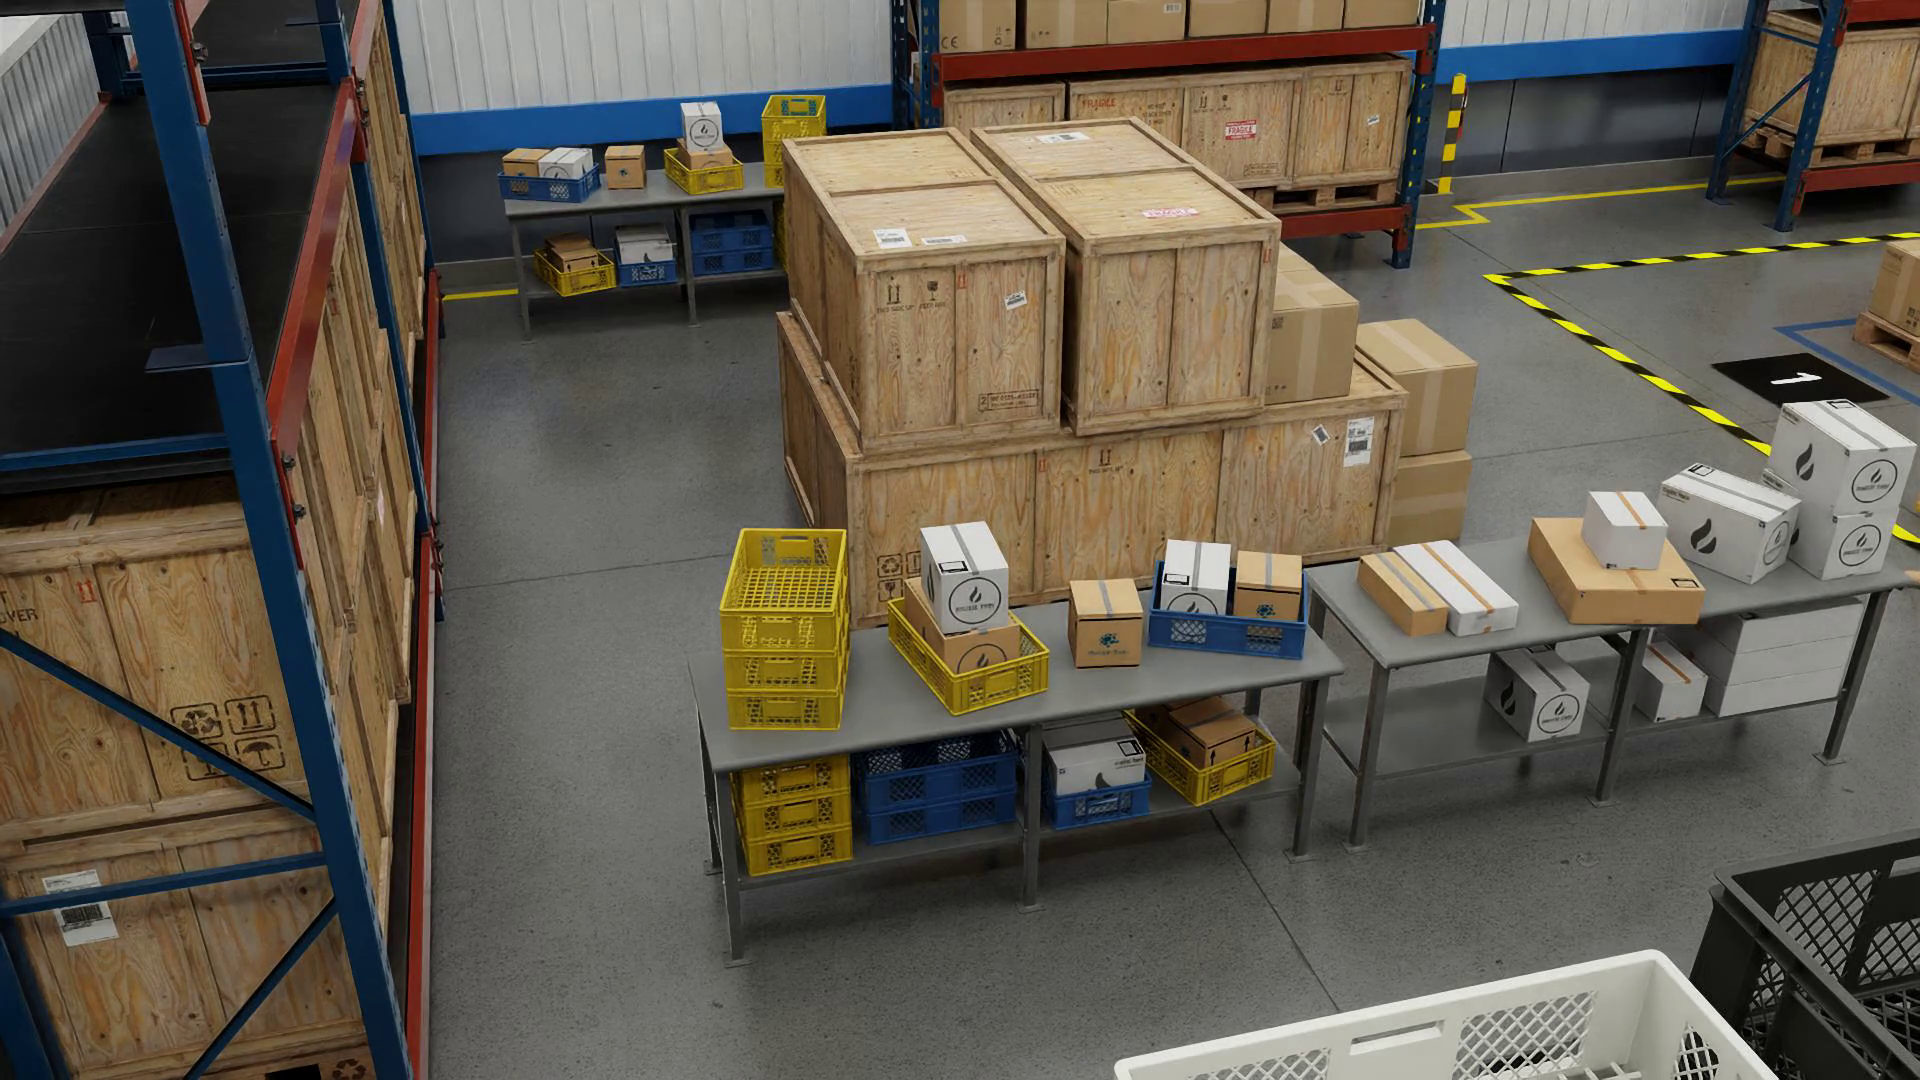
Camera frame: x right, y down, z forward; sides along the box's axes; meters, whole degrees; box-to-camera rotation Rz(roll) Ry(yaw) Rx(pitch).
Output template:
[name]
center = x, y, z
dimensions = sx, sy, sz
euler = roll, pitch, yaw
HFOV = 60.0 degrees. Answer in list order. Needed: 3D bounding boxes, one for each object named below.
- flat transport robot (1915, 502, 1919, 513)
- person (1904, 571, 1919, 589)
[flat transport robot]
center = 6.171, -0.053, 9.184
dimensions = 0.652, 0.197, 1.431
euler = -19, 34, -31
[person]
center = 5.194, -0.543, 8.278
dimensions = 0.406, 2.030, 0.607
euler = 2, 29, 3
